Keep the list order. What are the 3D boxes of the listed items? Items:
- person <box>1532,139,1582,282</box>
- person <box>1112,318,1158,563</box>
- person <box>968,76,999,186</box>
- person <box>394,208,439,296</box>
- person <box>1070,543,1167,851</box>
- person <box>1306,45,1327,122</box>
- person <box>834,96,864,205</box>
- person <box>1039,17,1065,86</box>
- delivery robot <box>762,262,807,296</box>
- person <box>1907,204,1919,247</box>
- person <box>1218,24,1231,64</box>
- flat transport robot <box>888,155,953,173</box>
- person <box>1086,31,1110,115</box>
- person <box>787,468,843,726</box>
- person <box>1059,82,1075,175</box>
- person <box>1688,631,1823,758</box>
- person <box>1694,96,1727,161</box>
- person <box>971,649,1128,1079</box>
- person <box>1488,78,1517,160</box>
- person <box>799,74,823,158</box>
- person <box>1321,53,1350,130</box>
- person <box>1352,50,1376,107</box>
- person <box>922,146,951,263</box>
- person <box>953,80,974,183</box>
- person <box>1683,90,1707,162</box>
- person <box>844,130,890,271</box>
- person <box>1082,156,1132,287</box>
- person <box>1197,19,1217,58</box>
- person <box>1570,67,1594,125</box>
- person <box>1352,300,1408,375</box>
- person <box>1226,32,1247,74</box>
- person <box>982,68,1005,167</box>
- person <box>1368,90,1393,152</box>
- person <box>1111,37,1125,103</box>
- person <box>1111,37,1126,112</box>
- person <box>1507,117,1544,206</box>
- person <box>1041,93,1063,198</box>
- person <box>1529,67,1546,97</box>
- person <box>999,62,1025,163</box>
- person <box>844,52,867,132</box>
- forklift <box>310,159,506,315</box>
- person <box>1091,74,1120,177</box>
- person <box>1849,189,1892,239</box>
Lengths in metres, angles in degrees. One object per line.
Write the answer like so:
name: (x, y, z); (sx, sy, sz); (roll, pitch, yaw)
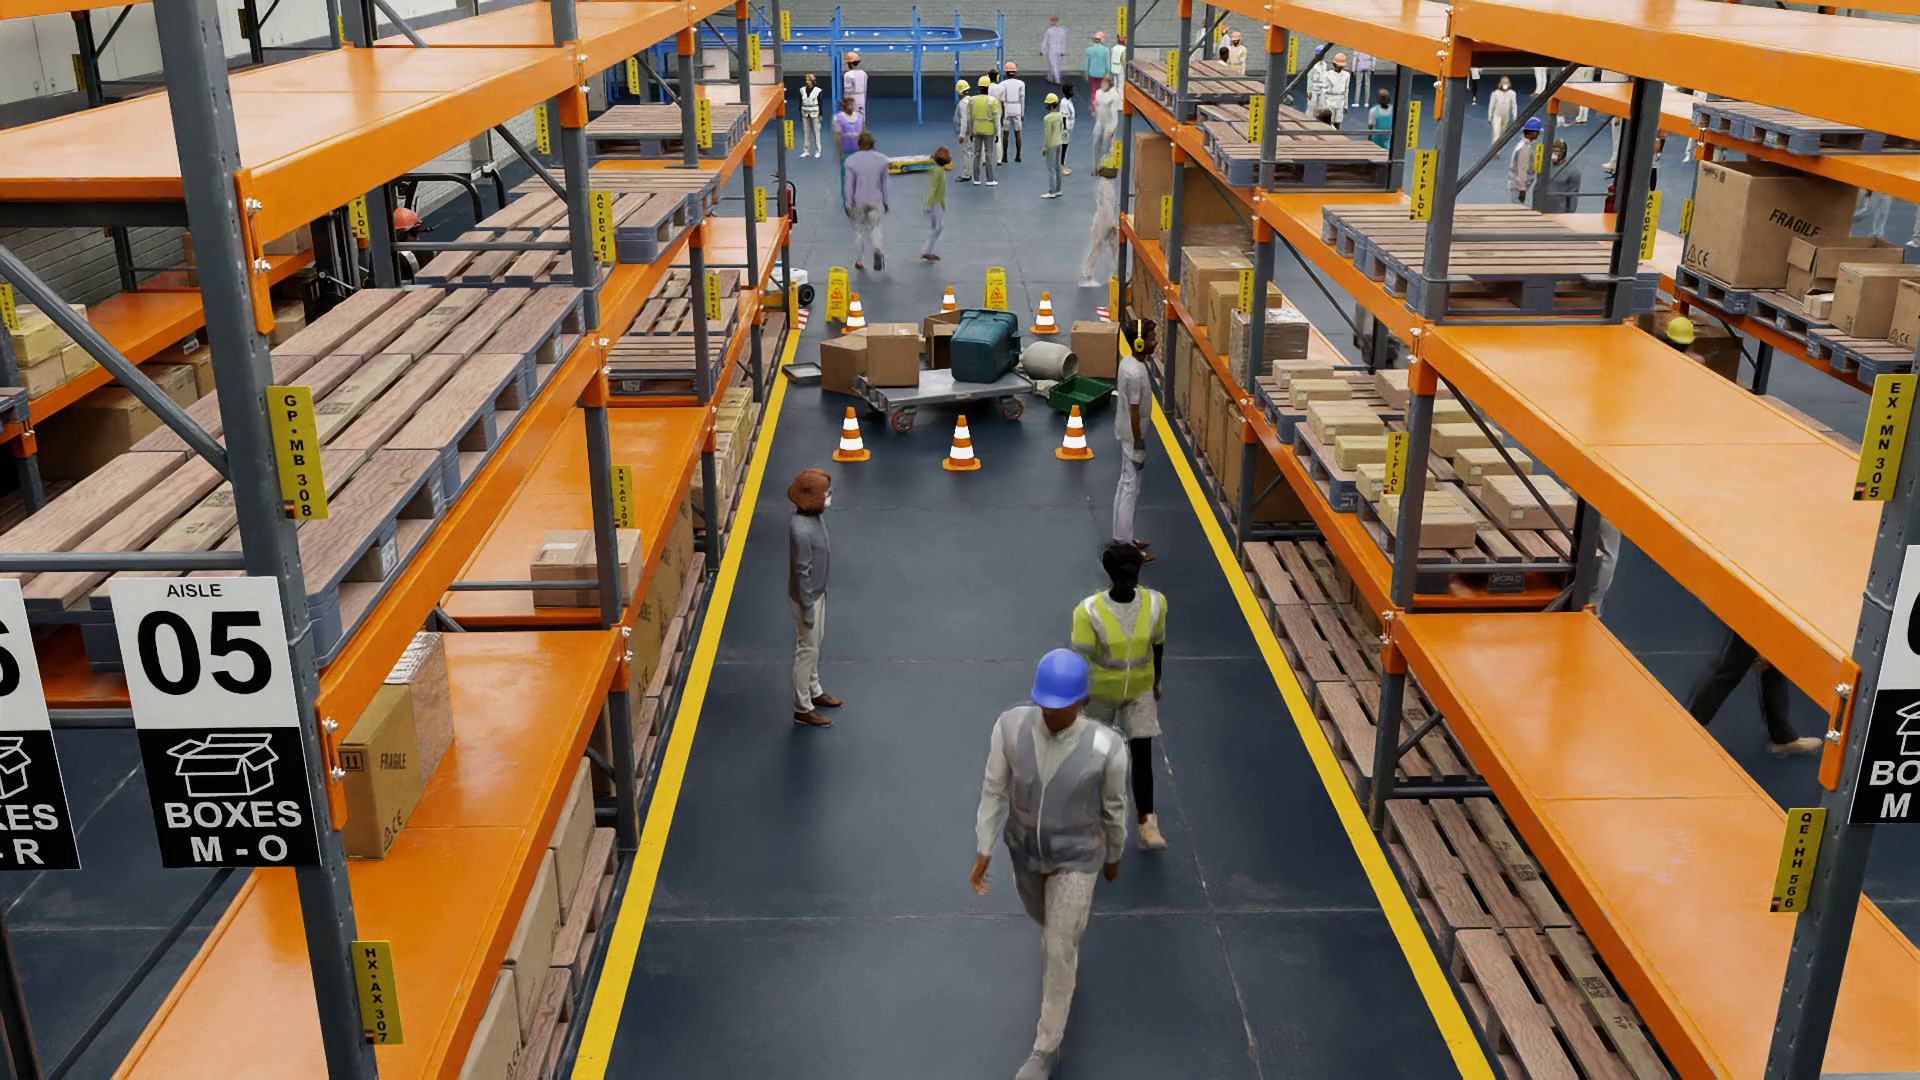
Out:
person: (7.751, -4.259, 21.752); (0.359, 1.938, 0.632); (-16, 26, -36)
person: (1.334, -0.763, 12.605); (0.328, 1.873, 0.520); (-1, 21, -2)
person: (0.429, -7.364, 29.975); (0.588, 1.927, 0.365); (8, 22, 20)
person: (-5.288, -2.215, 16.227); (0.417, 2.034, 0.604); (6, 21, 15)
person: (0.847, 0.819, 8.713); (0.554, 1.650, 0.855); (-4, 21, -11)
person: (7.837, -9.870, 36.572); (0.603, 1.948, 0.385); (-19, 28, -41)
person: (-1.821, -6.482, 27.798); (0.579, 1.818, 0.544); (-11, 23, -27)
person: (2.616, -13.955, 47.490); (0.655, 1.854, 0.969); (-15, 26, -35)
delivery robot: (-2.262, -3.249, 20.877); (0.477, 0.478, 0.707); (19, 28, 41)
person: (14.336, -5.187, 24.493); (0.499, 1.735, 0.334); (2, 21, 4)
person: (7.346, -13.516, 46.491); (0.347, 1.742, 0.564); (-4, 21, -9)
flat transport robot: (-0.915, -7.217, 31.891); (1.431, 0.197, 0.652); (-11, 23, -26)
person: (3.347, -11.292, 40.286); (0.631, 1.971, 0.449); (10, 23, 25)
person: (-0.893, 0.337, 10.045); (0.288, 1.626, 0.508); (2, 21, 5)
person: (1.994, -7.731, 31.267); (0.320, 1.695, 0.538); (4, 21, 11)
person: (4.619, 0.477, 9.440); (0.928, 1.780, 0.628); (7, 22, 18)
person: (12.661, -6.587, 28.011); (0.513, 1.866, 0.331); (9, 23, 23)
person: (0.432, 1.284, 7.158); (0.597, 1.912, 0.972); (10, 23, 25)
person: (10.853, -8.446, 33.313); (0.515, 1.584, 0.872); (-1, 21, -2)
person: (-2.998, -8.526, 33.445); (0.512, 1.642, 0.311); (7, 22, 18)
person: (7.564, -8.758, 33.511); (0.605, 2.036, 0.383); (-7, 22, -18)
person: (10.200, -11.937, 42.065); (0.585, 1.927, 0.366); (-1, 21, -3)
person: (-0.331, -4.745, 23.490); (0.424, 1.605, 0.521); (1, 21, 2)
person: (0.072, -7.449, 30.342); (0.404, 1.827, 0.589); (5, 21, 12)
person: (14.620, -8.316, 32.760); (0.484, 1.735, 0.309); (11, 23, 27)
person: (-1.258, -4.591, 22.665); (0.658, 1.918, 0.696); (-5, 21, -14)
person: (1.989, -4.156, 21.805); (0.803, 1.712, 0.506); (4, 21, 11)
person: (7.015, -13.946, 47.529); (0.555, 1.832, 1.027); (16, 26, 37)
person: (14.498, -10.482, 38.641); (0.508, 1.626, 0.288); (-16, 26, -35)
person: (4.026, -2.033, 15.881); (0.566, 1.926, 0.400); (-1, 21, -4)
person: (6.777, -11.533, 41.003); (0.541, 1.928, 0.399); (18, 27, 39)
person: (0.627, -8.188, 32.258); (0.501, 1.861, 0.327); (2, 21, 6)
person: (7.364, -6.943, 29.059); (0.507, 1.783, 0.941); (-2, 21, -6)
person: (3.962, -11.530, 41.051); (0.356, 1.883, 0.572); (-13, 24, -31)
person: (3.946, -11.504, 41.027); (0.389, 1.849, 0.567); (-9, 22, -22)
person: (8.117, -5.110, 24.011); (0.418, 1.940, 0.604); (6, 22, 16)
person: (1.583, -6.796, 28.698); (0.324, 1.769, 0.523); (14, 25, 32)
person: (15.547, -12.848, 44.484); (0.653, 1.926, 0.405); (-16, 26, -36)
person: (0.995, -8.411, 32.749); (0.546, 1.929, 0.384); (-4, 21, -10)
person: (-2.148, -8.846, 33.754); (0.419, 2.034, 0.604); (16, 26, 36)
forklift: (-5.622, -2.910, 17.832); (2.313, 2.155, 1.214); (-1, 21, -1)
person: (2.718, -7.649, 30.769); (0.539, 1.896, 0.660); (-17, 27, -38)
person: (13.487, -5.269, 24.497); (0.632, 1.896, 0.673); (-11, 23, -26)
